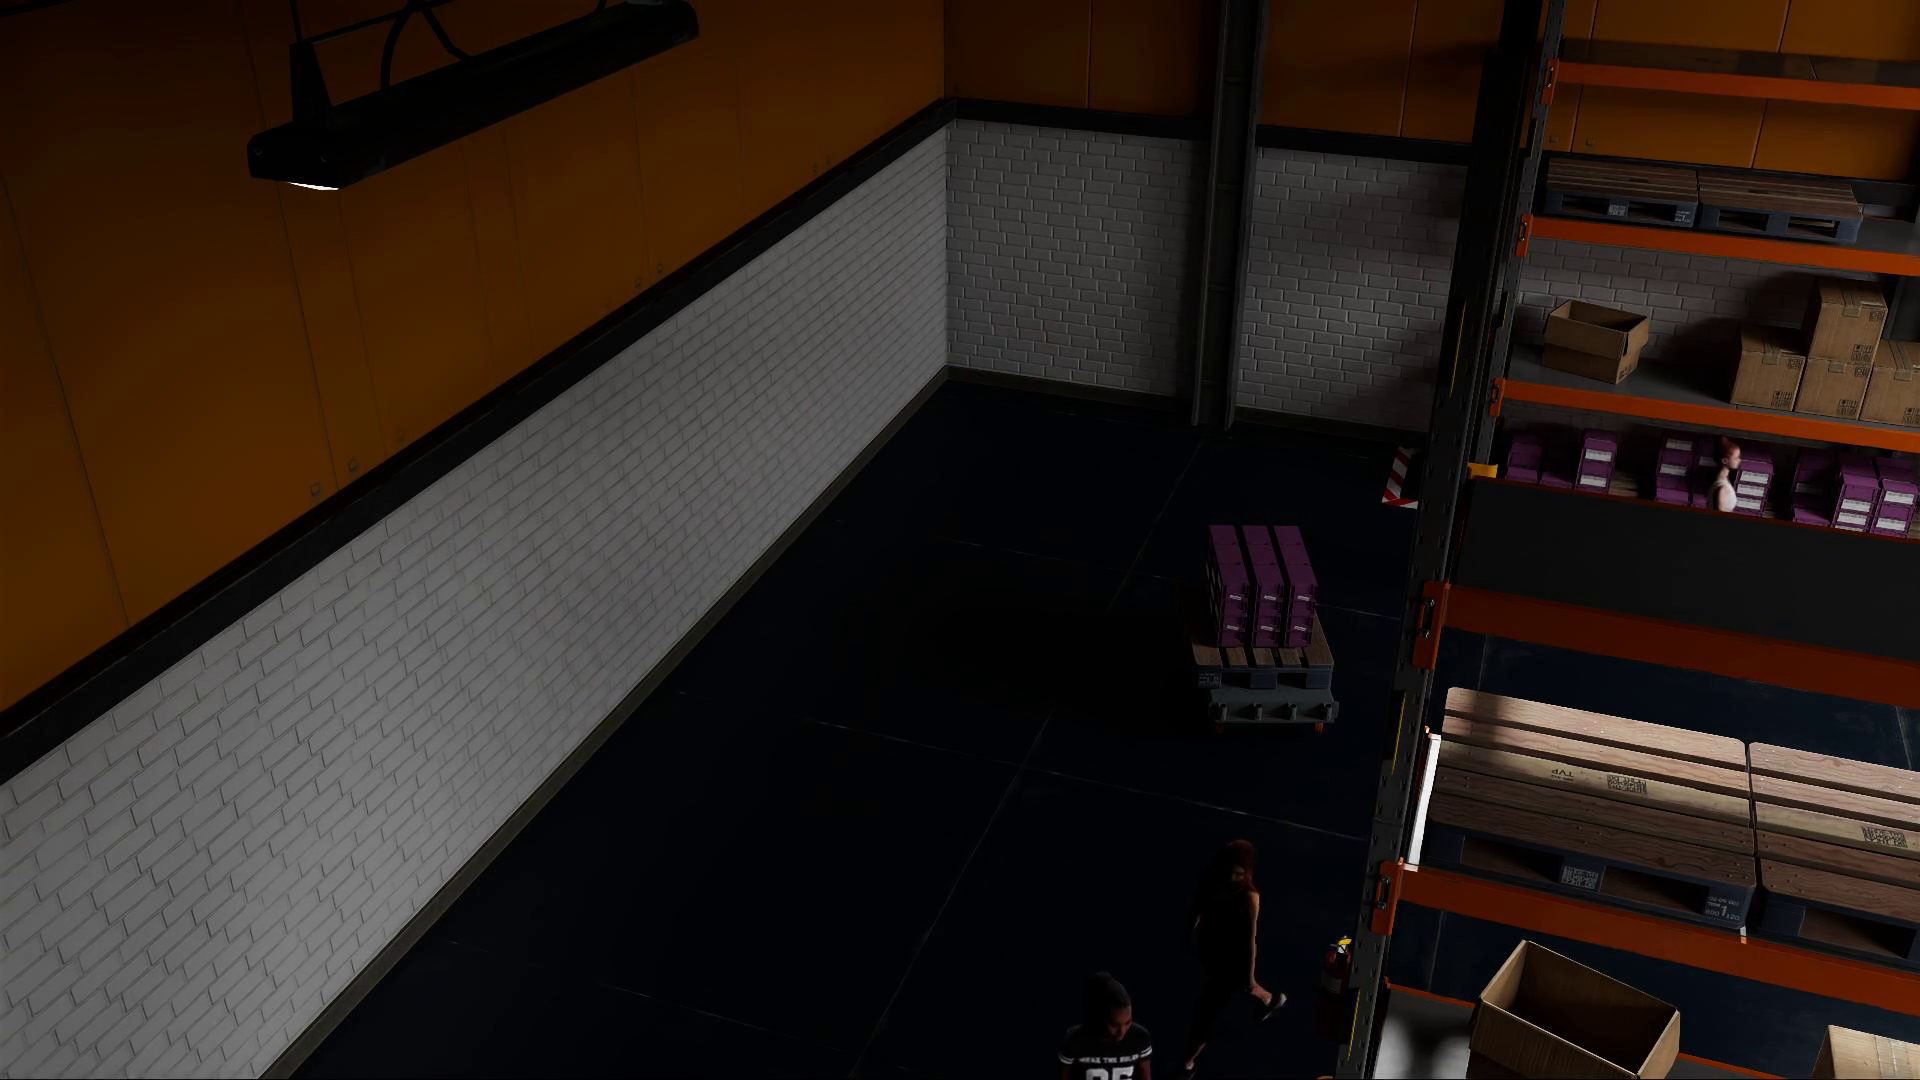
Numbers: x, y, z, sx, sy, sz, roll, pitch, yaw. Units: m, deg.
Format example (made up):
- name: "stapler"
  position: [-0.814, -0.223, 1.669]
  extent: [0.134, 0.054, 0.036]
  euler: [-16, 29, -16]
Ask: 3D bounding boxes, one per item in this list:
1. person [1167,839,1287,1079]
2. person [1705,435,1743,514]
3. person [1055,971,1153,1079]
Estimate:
- name: "person"
  position: [1.497, 2.248, 9.057]
  extent: [1.112, 1.669, 1.153]
  euler: [-16, 32, -26]
- name: "person"
  position: [5.839, 0.012, 13.030]
  extent: [0.481, 1.791, 0.572]
  euler: [9, 30, 17]
- name: "person"
  position: [0.665, 2.758, 8.105]
  extent: [1.201, 1.685, 1.107]
  euler: [-5, 29, -10]
